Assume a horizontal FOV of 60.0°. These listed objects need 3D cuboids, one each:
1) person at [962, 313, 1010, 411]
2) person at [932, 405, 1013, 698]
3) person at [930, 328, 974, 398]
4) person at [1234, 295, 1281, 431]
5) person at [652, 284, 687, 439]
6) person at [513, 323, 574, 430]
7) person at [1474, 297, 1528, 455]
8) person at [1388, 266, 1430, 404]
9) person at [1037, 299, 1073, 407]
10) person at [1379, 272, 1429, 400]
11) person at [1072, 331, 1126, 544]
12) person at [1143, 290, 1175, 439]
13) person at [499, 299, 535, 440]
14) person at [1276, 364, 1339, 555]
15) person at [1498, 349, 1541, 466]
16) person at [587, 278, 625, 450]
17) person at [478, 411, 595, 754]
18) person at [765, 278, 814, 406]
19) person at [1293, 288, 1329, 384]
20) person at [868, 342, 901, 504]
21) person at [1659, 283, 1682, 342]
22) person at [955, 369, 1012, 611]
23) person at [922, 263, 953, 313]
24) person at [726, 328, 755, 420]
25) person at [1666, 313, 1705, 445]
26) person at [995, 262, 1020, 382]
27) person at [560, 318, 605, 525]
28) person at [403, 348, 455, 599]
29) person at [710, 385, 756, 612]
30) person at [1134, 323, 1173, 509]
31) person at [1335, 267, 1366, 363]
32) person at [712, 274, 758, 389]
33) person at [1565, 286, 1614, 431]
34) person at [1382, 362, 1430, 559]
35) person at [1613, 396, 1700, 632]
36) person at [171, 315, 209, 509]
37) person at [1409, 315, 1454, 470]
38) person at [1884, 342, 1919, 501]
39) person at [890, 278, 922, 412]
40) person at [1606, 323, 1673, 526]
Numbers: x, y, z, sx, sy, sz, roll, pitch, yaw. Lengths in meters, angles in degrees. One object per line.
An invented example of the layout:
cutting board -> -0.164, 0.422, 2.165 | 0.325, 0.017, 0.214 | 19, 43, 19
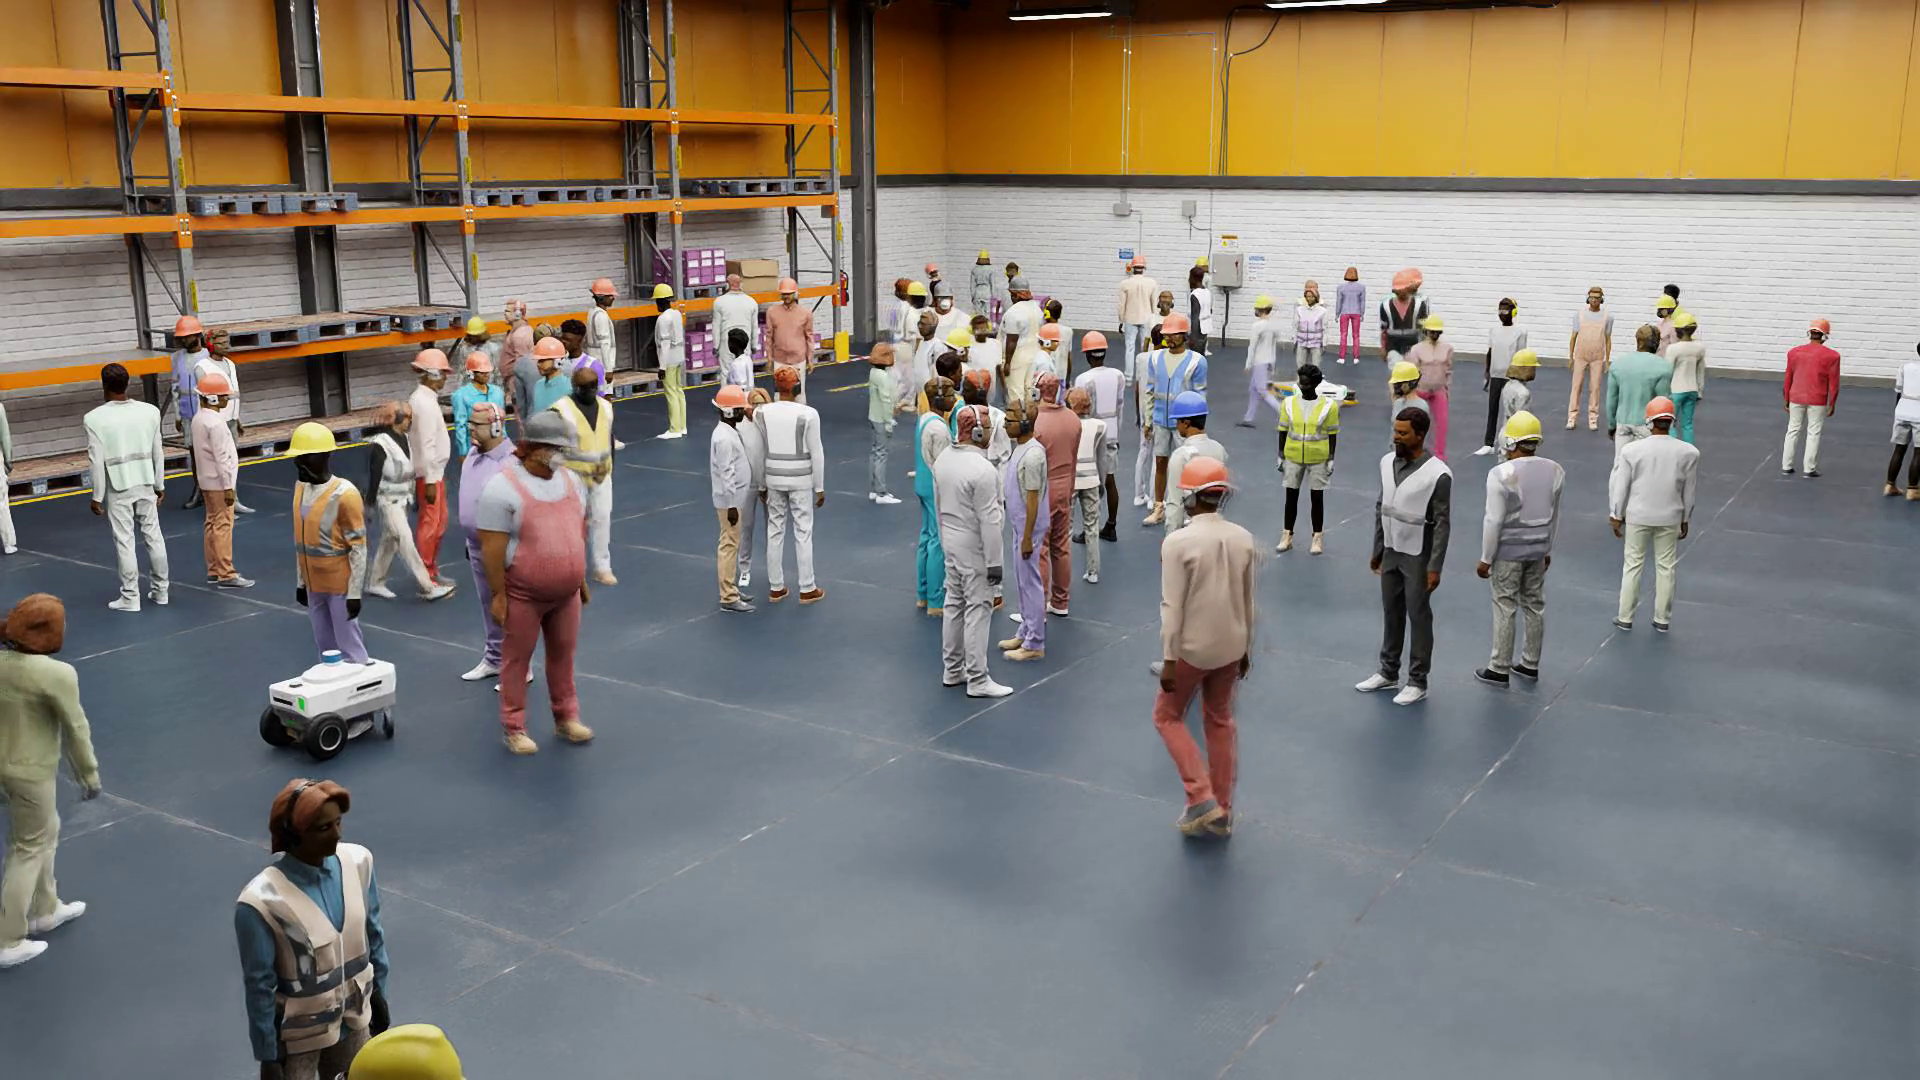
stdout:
person -> 0.219, -1.596, 18.228 | 0.540, 1.815, 0.949 | -8, 15, -32
person -> 0.094, 0.070, 10.795 | 0.409, 1.907, 0.651 | -8, 15, -30
person -> -0.045, -1.167, 16.350 | 0.403, 1.824, 0.603 | -9, 16, -35
person -> 3.914, -2.271, 21.312 | 0.801, 1.732, 0.519 | 9, 16, 34
person -> -3.628, -2.219, 20.683 | 0.382, 1.923, 0.593 | 2, 13, 10
person -> -3.882, -1.082, 15.723 | 0.631, 1.940, 0.372 | 4, 13, 15
person -> 6.325, -1.884, 19.350 | 0.334, 1.873, 0.517 | -12, 17, -41
person -> 6.075, -2.721, 22.661 | 0.618, 2.022, 0.791 | -4, 14, -16
person -> 1.087, -1.843, 19.197 | 0.510, 1.862, 0.320 | -8, 15, -33
person -> 5.854, -2.552, 21.977 | 0.668, 2.002, 0.902 | 4, 13, 15
person -> 1.223, -0.915, 15.022 | 0.542, 1.929, 0.374 | -9, 16, -34
person -> 2.520, -2.173, 20.660 | 0.508, 1.846, 0.345 | 2, 13, 7
person -> -4.936, -1.735, 18.616 | 0.410, 1.913, 0.643 | -2, 13, -10
person -> 3.050, -0.711, 14.649 | 0.540, 1.692, 0.317 | 6, 14, 23
person -> 5.146, -0.898, 15.371 | 0.314, 1.737, 0.488 | 1, 13, 2
person -> -4.250, -2.107, 19.941 | 0.391, 2.041, 0.615 | -6, 14, -23
person -> -2.461, 0.235, 9.784 | 0.550, 2.000, 0.729 | 10, 17, 38
person -> -2.122, -2.265, 20.727 | 0.610, 1.996, 0.386 | 0, 13, 1
person -> 4.985, -2.766, 23.679 | 0.515, 1.641, 0.315 | 8, 15, 31
person -> -0.781, -1.188, 16.846 | 0.277, 1.636, 0.505 | -4, 14, -17
person -> 10.300, -2.861, 24.000 | 0.439, 1.687, 0.546 | 1, 13, 3
person -> 0.146, -0.383, 12.809 | 0.342, 1.882, 0.586 | -11, 17, -40
person -> -0.409, -3.769, 27.870 | 0.589, 1.710, 0.641 | 0, 13, 1
person -> -2.319, -1.394, 17.601 | 0.315, 1.697, 0.541 | 0, 13, 1
person -> 8.061, -1.648, 18.595 | 0.536, 1.754, 0.363 | -5, 14, -22
person -> 0.810, -3.396, 25.914 | 0.533, 1.868, 0.310 | -1, 13, -5
person -> -3.651, -1.131, 15.872 | 0.600, 1.967, 0.367 | 8, 15, 32
person -> -4.198, -0.531, 13.256 | 0.424, 1.979, 0.660 | -5, 14, -19
person -> -1.753, -0.326, 12.852 | 0.329, 1.750, 0.560 | -2, 13, -7
person -> 1.950, -1.229, 16.555 | 0.350, 1.856, 0.522 | -12, 18, -42
person -> 6.614, -3.807, 28.211 | 0.498, 1.634, 0.279 | 1, 13, 4
person -> -3.080, -2.680, 22.759 | 0.656, 1.893, 0.399 | -6, 14, -24
person -> 8.061, -2.320, 21.295 | 0.504, 1.847, 0.344 | 5, 14, 20
person -> 3.817, -0.656, 14.291 | 0.342, 1.753, 0.533 | -3, 13, -14
person -> 5.109, -0.188, 12.272 | 0.565, 1.744, 0.350 | 2, 13, 10
person -> -7.538, -1.254, 16.473 | 0.552, 1.934, 0.373 | 1, 13, 6
person -> 5.278, -1.632, 18.550 | 0.537, 1.733, 0.794 | -1, 13, -6
person -> 9.753, -1.235, 16.946 | 0.319, 1.686, 0.539 | -5, 14, -22
person -> -0.747, -2.698, 22.976 | 0.431, 1.835, 0.623 | -6, 14, -24
person -> 6.380, -1.064, 15.653 | 0.377, 1.936, 0.628 | -10, 16, -37
